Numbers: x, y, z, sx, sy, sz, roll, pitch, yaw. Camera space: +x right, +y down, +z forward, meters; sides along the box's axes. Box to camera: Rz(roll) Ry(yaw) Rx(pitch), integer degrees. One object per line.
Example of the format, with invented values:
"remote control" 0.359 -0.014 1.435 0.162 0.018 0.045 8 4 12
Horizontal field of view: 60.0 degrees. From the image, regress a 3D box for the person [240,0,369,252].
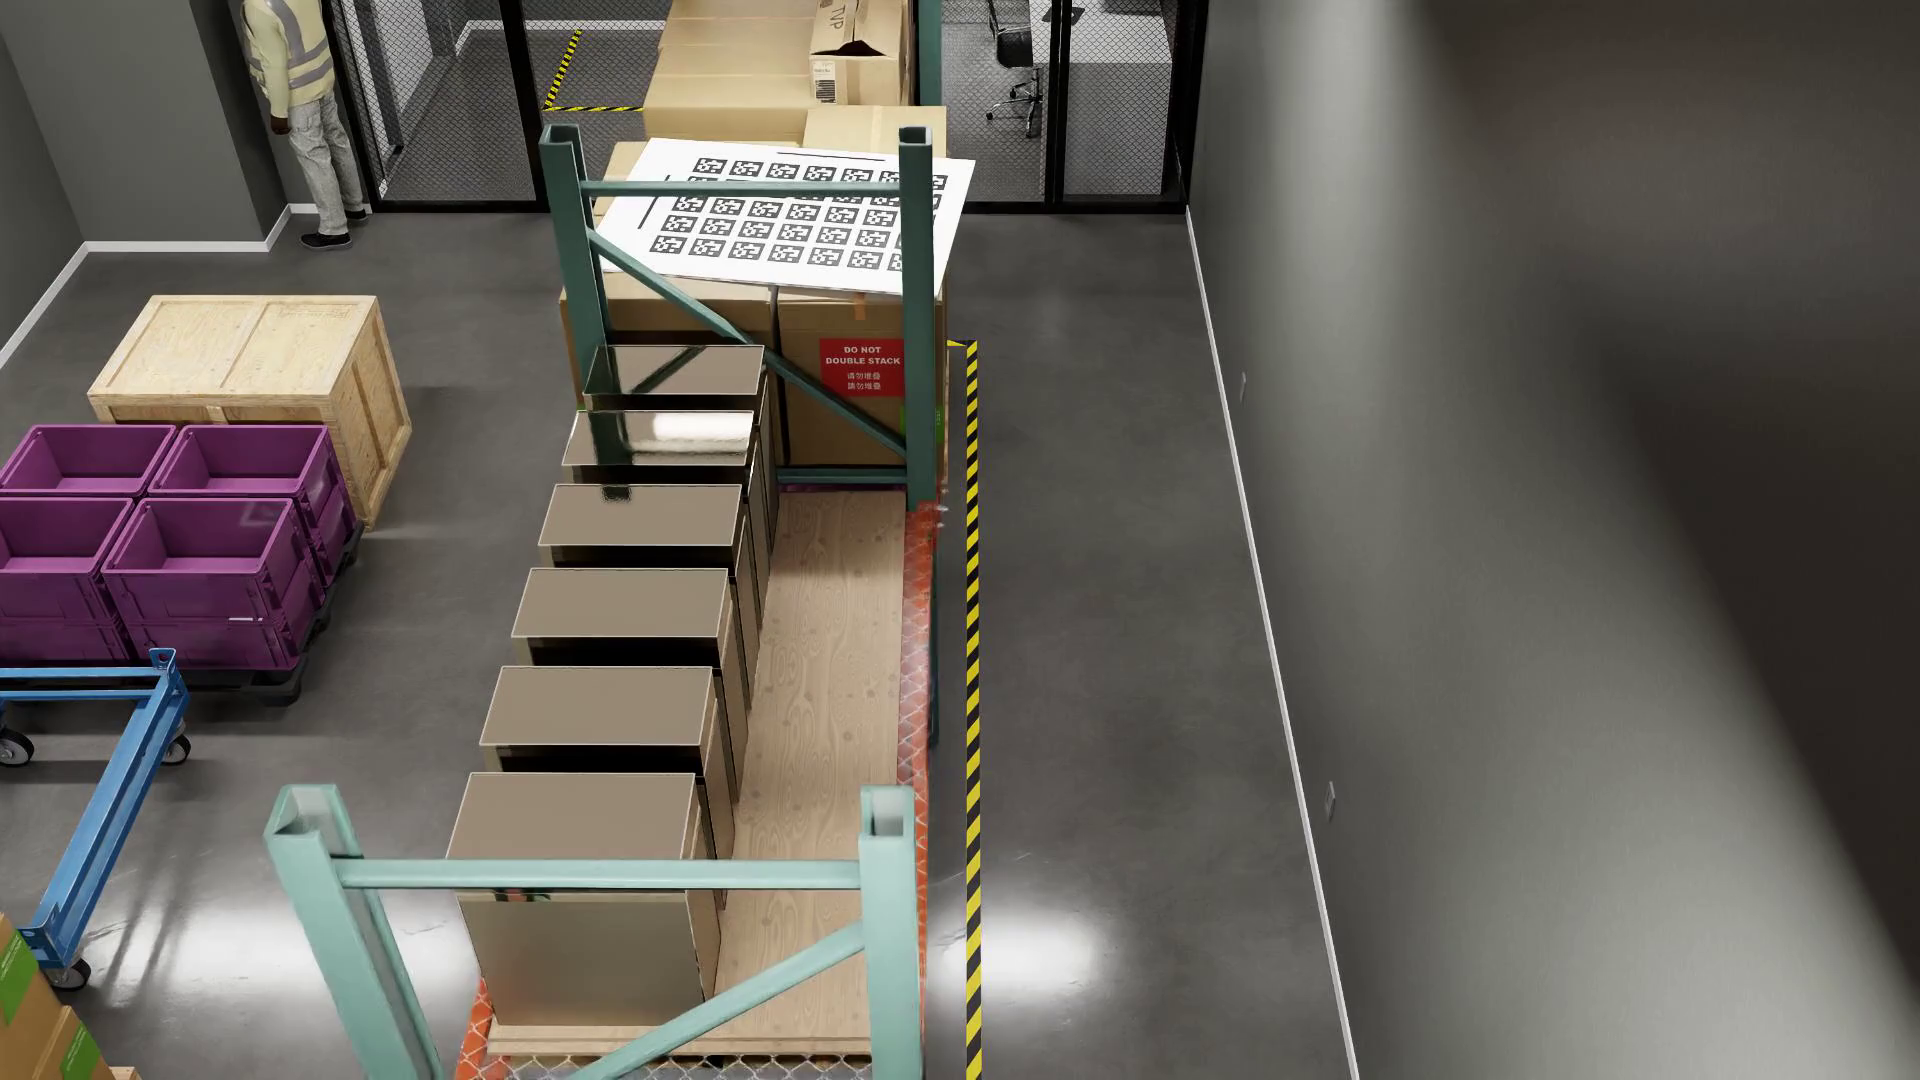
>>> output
"person" -3.472 -2.391 8.698 0.404 1.833 0.587 5 41 6
